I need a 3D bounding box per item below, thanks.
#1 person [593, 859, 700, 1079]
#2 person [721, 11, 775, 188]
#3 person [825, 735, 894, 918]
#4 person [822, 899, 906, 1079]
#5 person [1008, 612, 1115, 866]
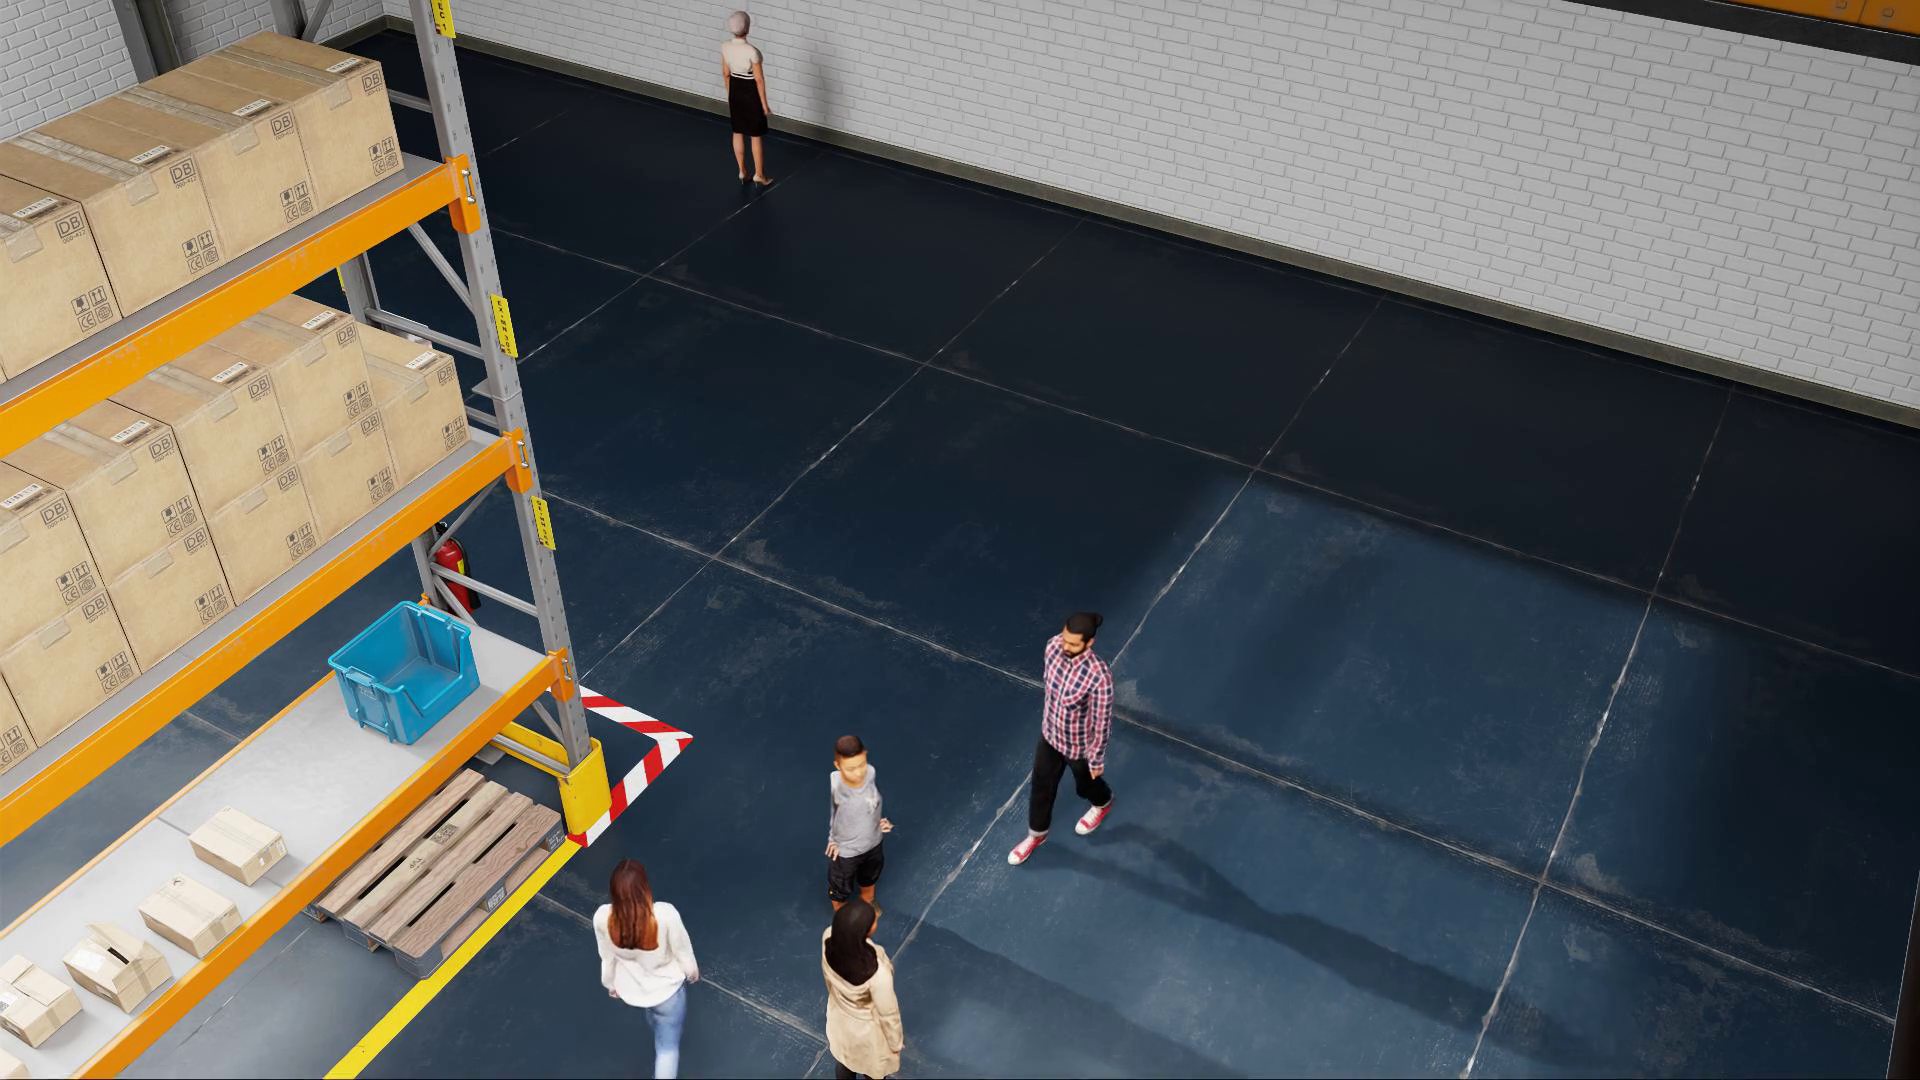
[{"bbox_3d":[-1.504,2.237,8.099,0.878,1.659,1.173,6,39,7],"label":"person"},{"bbox_3d":[-2.085,-4.273,16.174,0.626,1.755,0.504,20,43,24],"label":"person"},{"bbox_3d":[-0.579,1.575,9.091,0.571,1.456,0.700,-24,45,-27],"label":"person"},{"bbox_3d":[-0.472,2.308,7.992,0.685,1.682,0.612,31,48,33],"label":"person"},{"bbox_3d":[0.698,1.071,9.483,1.079,1.754,0.892,-30,47,-32],"label":"person"}]
